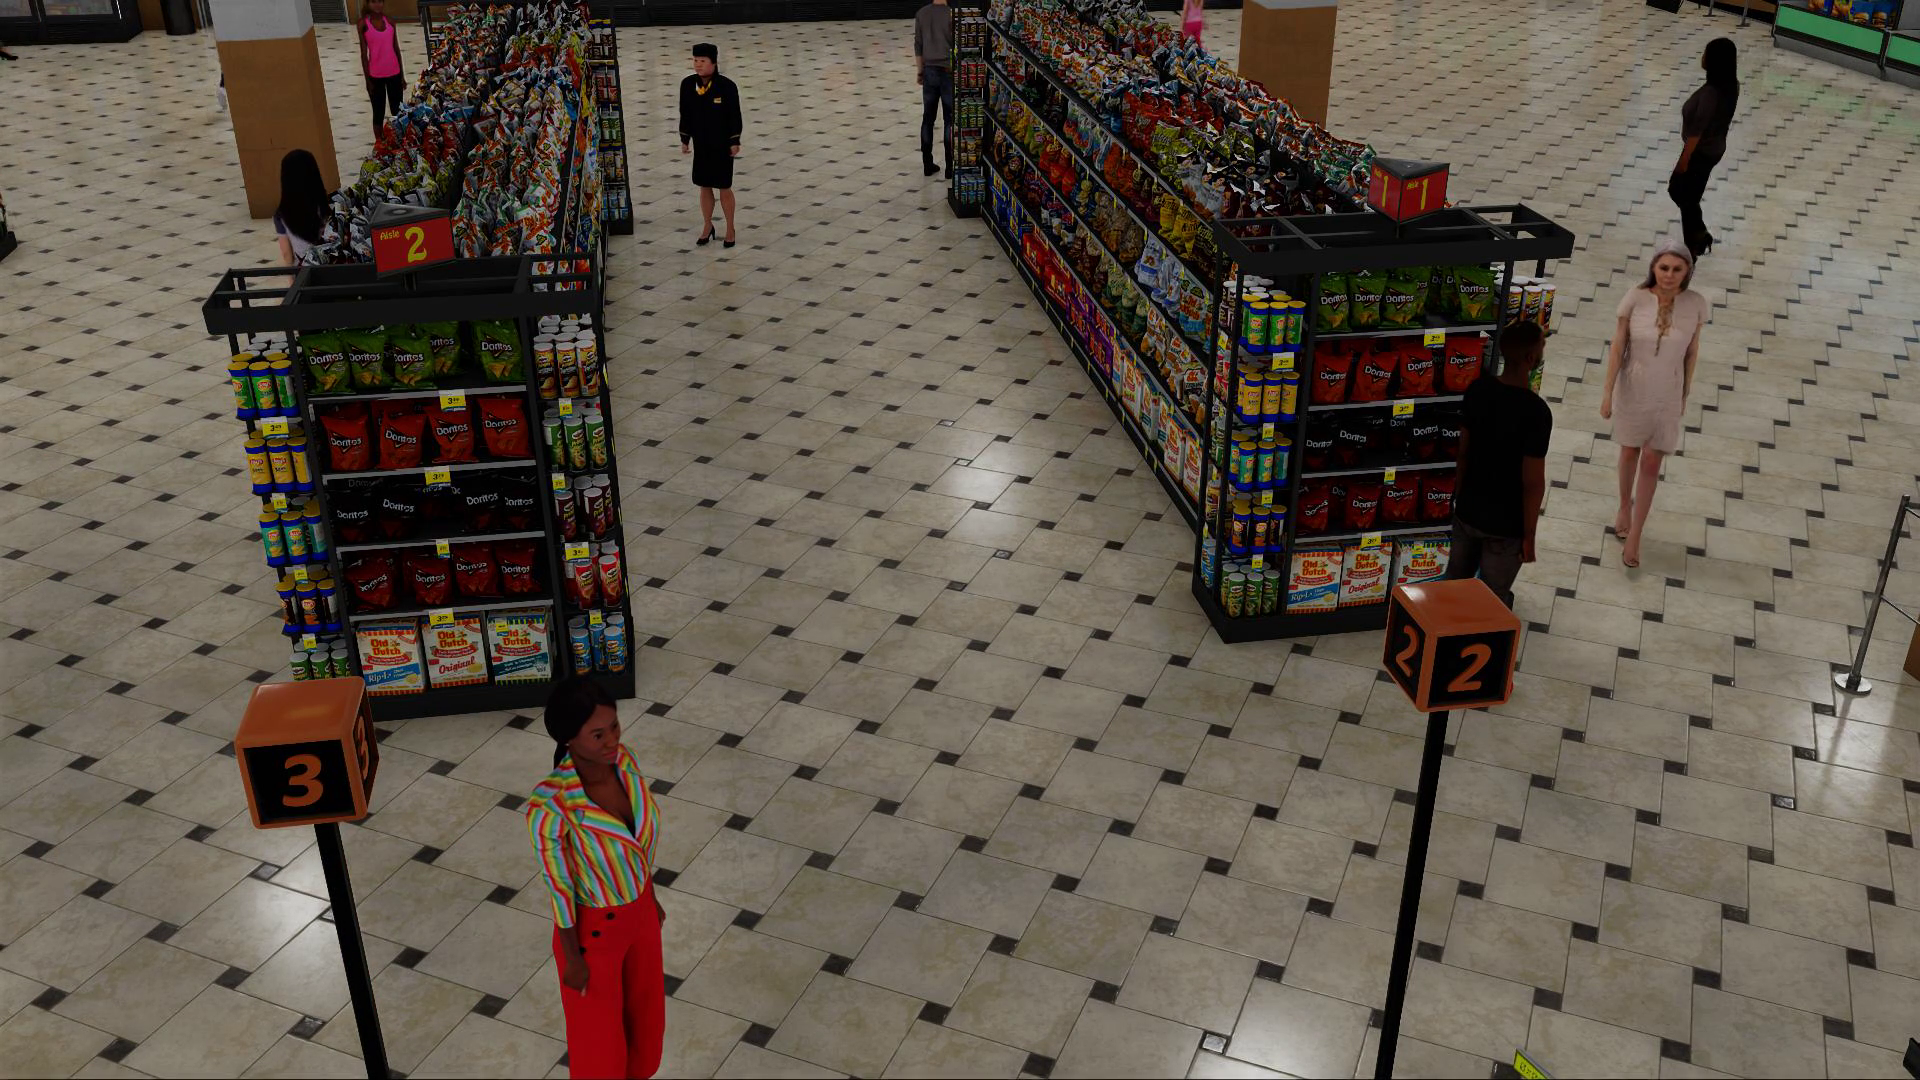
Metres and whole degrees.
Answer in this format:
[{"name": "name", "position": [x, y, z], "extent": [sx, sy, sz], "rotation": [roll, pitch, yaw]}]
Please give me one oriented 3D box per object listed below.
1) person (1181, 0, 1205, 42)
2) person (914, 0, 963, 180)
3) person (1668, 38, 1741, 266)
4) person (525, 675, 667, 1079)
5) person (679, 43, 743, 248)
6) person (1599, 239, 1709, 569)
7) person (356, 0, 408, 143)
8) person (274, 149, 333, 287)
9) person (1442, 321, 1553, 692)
[{"name": "person", "position": [2.857, -6.307, 20.276], "extent": [0.577, 1.271, 0.623], "rotation": [-15, 31, -27]}, {"name": "person", "position": [-0.191, -4.438, 15.892], "extent": [0.771, 1.903, 0.799], "rotation": [14, 30, 26]}, {"name": "person", "position": [5.954, -3.001, 13.138], "extent": [0.854, 1.831, 0.797], "rotation": [19, 32, 33]}, {"name": "person", "position": [-1.043, 1.182, 4.930], "extent": [0.736, 1.793, 0.655], "rotation": [14, 30, 25]}, {"name": "person", "position": [-2.060, -3.289, 13.882], "extent": [0.802, 1.671, 0.794], "rotation": [8, 28, 15]}, {"name": "person", "position": [3.649, -0.774, 8.881], "extent": [0.845, 1.709, 1.002], "rotation": [8, 28, 16]}, {"name": "person", "position": [-5.655, -4.550, 16.309], "extent": [0.644, 1.726, 0.678], "rotation": [-19, 32, -32]}, {"name": "person", "position": [-4.037, -1.590, 10.508], "extent": [0.602, 1.694, 0.751], "rotation": [-4, 27, -8]}, {"name": "person", "position": [2.384, -0.120, 7.487], "extent": [0.766, 1.803, 0.603], "rotation": [-15, 30, -27]}]
